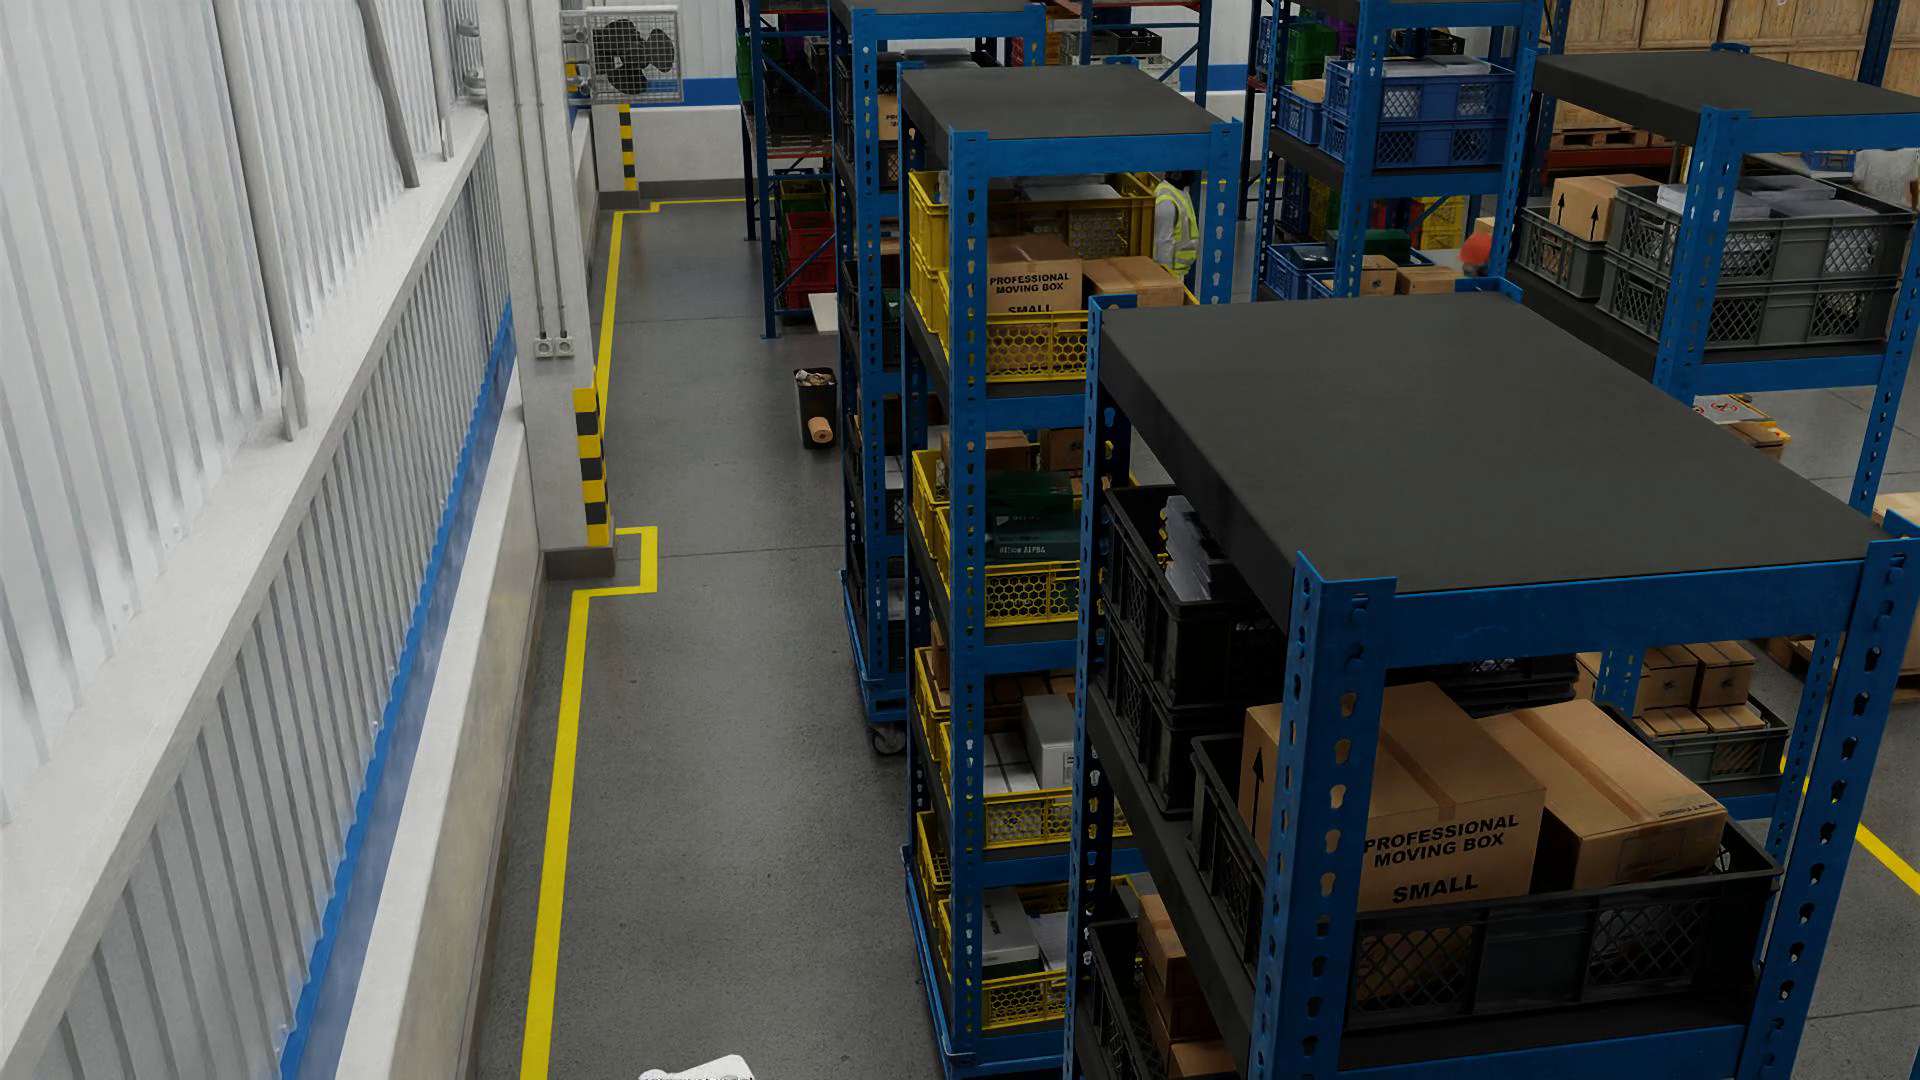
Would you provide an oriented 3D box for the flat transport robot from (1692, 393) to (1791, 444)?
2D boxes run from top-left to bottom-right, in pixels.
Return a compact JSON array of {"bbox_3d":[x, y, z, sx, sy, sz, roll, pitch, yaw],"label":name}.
[{"bbox_3d":[5.224,-0.859,12.132,1.431,0.197,0.652,-4,25,-8],"label":"flat transport robot"}]

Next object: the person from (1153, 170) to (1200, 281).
[{"bbox_3d":[1.658,-2.147,13.082,0.430,1.836,0.629,6,25,13],"label":"person"}]

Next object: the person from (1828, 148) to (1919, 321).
[{"bbox_3d":[7.968,-2.789,14.476,0.613,1.840,0.412,8,26,16],"label":"person"}]

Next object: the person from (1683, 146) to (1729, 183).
[{"bbox_3d":[6.749,-3.081,15.047,0.582,1.882,0.338,-11,27,-23],"label":"person"}]

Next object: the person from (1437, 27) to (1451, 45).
[{"bbox_3d":[5.274,-4.759,18.629,0.631,1.938,0.362,8,26,18],"label":"person"}]

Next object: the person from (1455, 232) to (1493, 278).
[{"bbox_3d":[3.159,-0.928,10.298,0.630,1.950,1.009,-15,29,-29],"label":"person"}]

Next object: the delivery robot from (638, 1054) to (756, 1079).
[{"bbox_3d":[-0.999,1.977,5.522,0.707,0.478,0.477,-13,28,-26],"label":"delivery robot"}]
